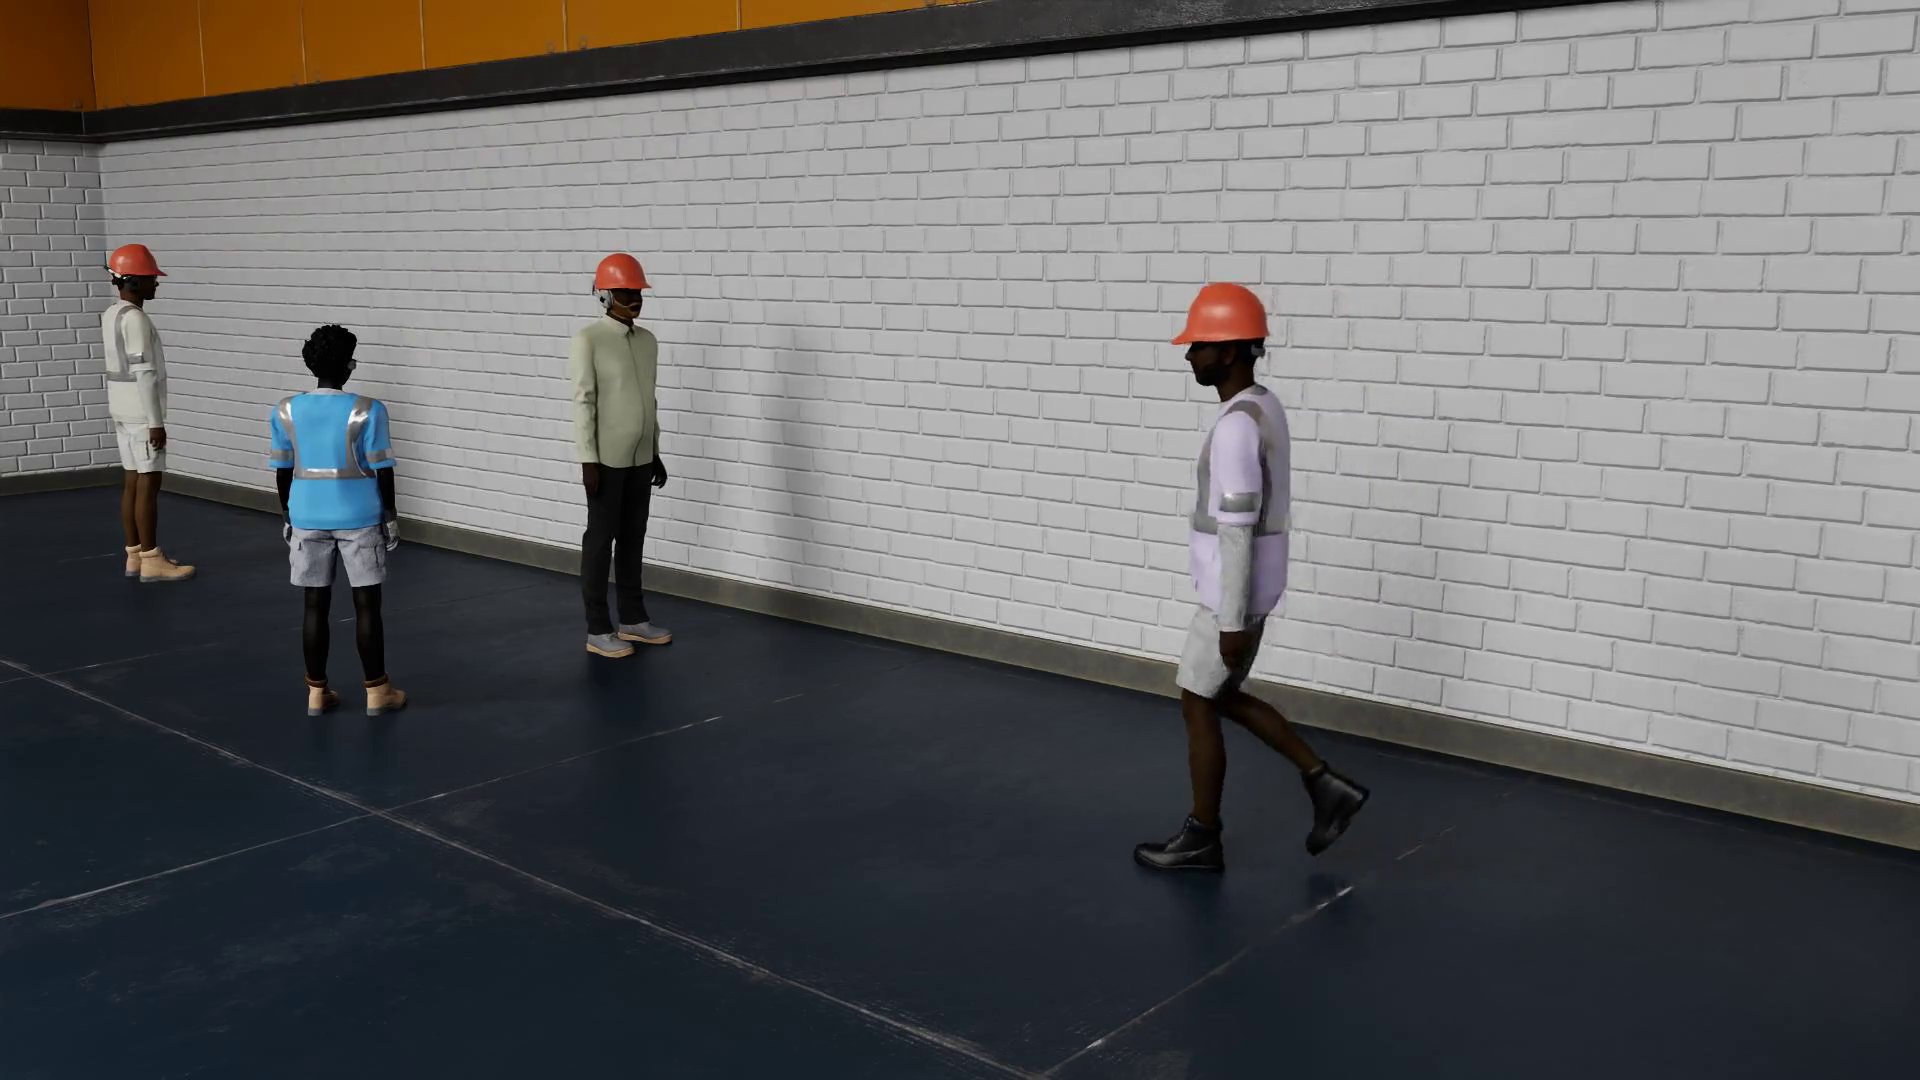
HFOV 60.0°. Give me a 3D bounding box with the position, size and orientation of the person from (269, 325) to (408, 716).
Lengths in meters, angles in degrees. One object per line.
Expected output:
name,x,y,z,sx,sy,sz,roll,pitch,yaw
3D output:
person,-2.686,-0.078,7.201,0.540,1.695,0.317,0,10,2

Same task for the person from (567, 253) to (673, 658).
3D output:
person,-1.690,-0.427,8.342,0.386,1.996,0.610,5,11,28

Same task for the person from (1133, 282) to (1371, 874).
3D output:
person,0.927,0.150,5.263,0.648,1.920,0.551,4,11,19

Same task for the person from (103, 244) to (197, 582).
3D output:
person,-4.969,-0.767,10.140,0.374,2.043,0.613,-9,13,-40
